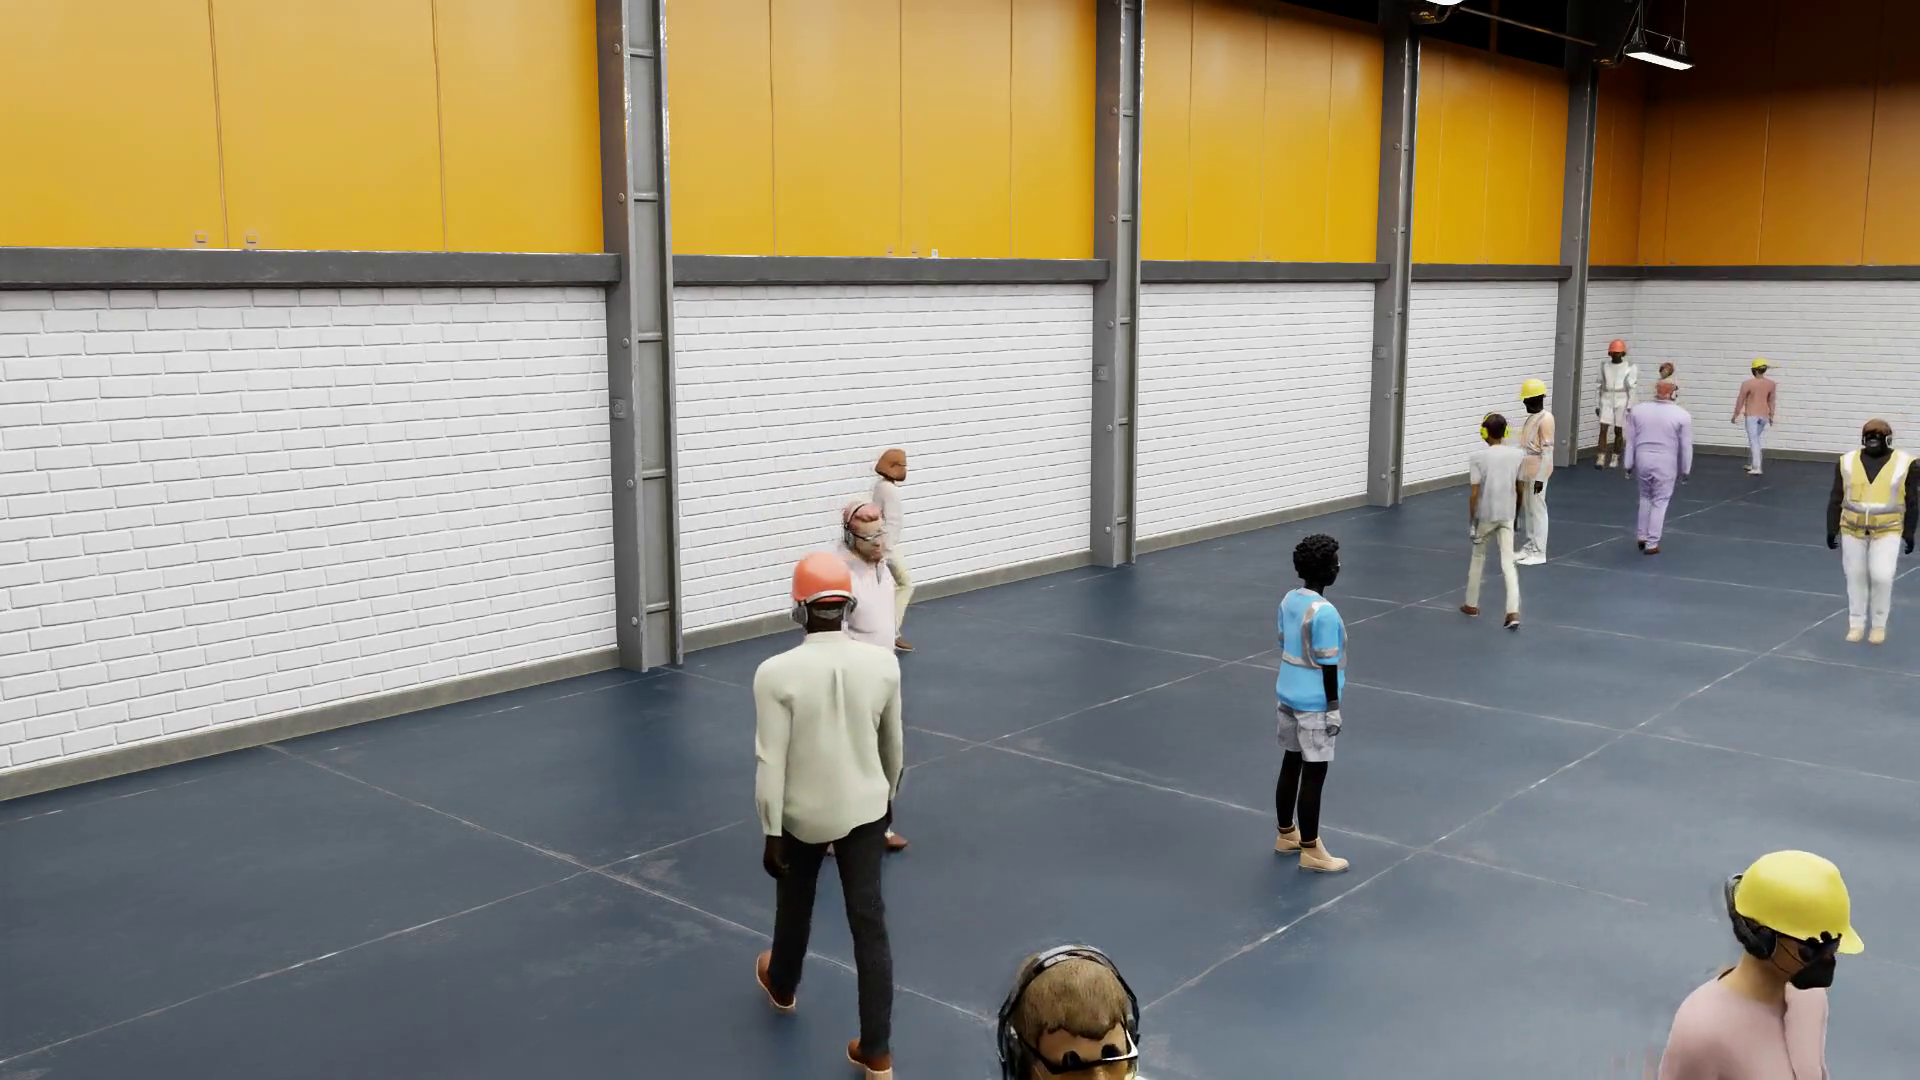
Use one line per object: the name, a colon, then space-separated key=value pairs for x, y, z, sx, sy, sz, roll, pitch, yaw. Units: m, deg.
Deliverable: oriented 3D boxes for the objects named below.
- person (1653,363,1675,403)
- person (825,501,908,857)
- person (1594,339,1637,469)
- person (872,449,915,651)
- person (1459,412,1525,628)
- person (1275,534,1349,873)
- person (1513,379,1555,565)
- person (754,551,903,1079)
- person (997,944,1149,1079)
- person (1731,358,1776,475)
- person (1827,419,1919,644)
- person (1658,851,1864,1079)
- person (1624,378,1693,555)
person: x=11.132 y=-2.002 z=26.274 sx=0.406 sy=1.605 sz=0.598 roll=-1 pitch=9 yaw=-8
person: x=-0.562 y=0.717 z=8.409 sx=0.643 sy=1.865 sz=0.664 roll=5 pitch=10 yaw=27
person: x=10.003 y=-2.063 z=25.454 sx=0.608 sy=1.998 sz=0.969 roll=5 pitch=10 yaw=29
person: x=-0.554 y=0.082 z=13.155 sx=0.520 sy=1.612 sz=0.512 roll=-4 pitch=10 yaw=-22
person: x=4.580 y=-0.177 z=14.180 sx=0.533 sy=1.825 sz=0.983 roll=0 pitch=9 yaw=0
person: x=1.765 y=0.810 z=8.349 sx=0.318 sy=1.697 sz=0.533 roll=-2 pitch=9 yaw=-14
person: x=5.903 y=-0.699 z=17.132 sx=0.380 sy=1.917 sz=0.586 roll=0 pitch=9 yaw=3
person: x=-0.506 y=1.005 z=6.371 sx=0.646 sy=1.933 sz=1.039 roll=-4 pitch=10 yaw=-24
person: x=0.130 y=1.573 z=2.887 sx=0.642 sy=1.916 sz=0.813 roll=-4 pitch=10 yaw=-24
person: x=11.878 y=-1.860 z=24.970 sx=0.541 sy=1.737 sz=0.772 roll=-1 pitch=9 yaw=-8
person: x=7.326 y=-0.062 z=13.403 sx=0.650 sy=1.829 sz=0.506 roll=7 pitch=12 yaw=39
person: x=1.736 y=1.523 z=3.695 sx=0.555 sy=1.744 sz=0.407 roll=-7 pitch=11 yaw=-36
person: x=7.514 y=-0.790 z=17.812 sx=0.663 sy=1.881 sz=0.663 roll=8 pitch=12 yaw=43
